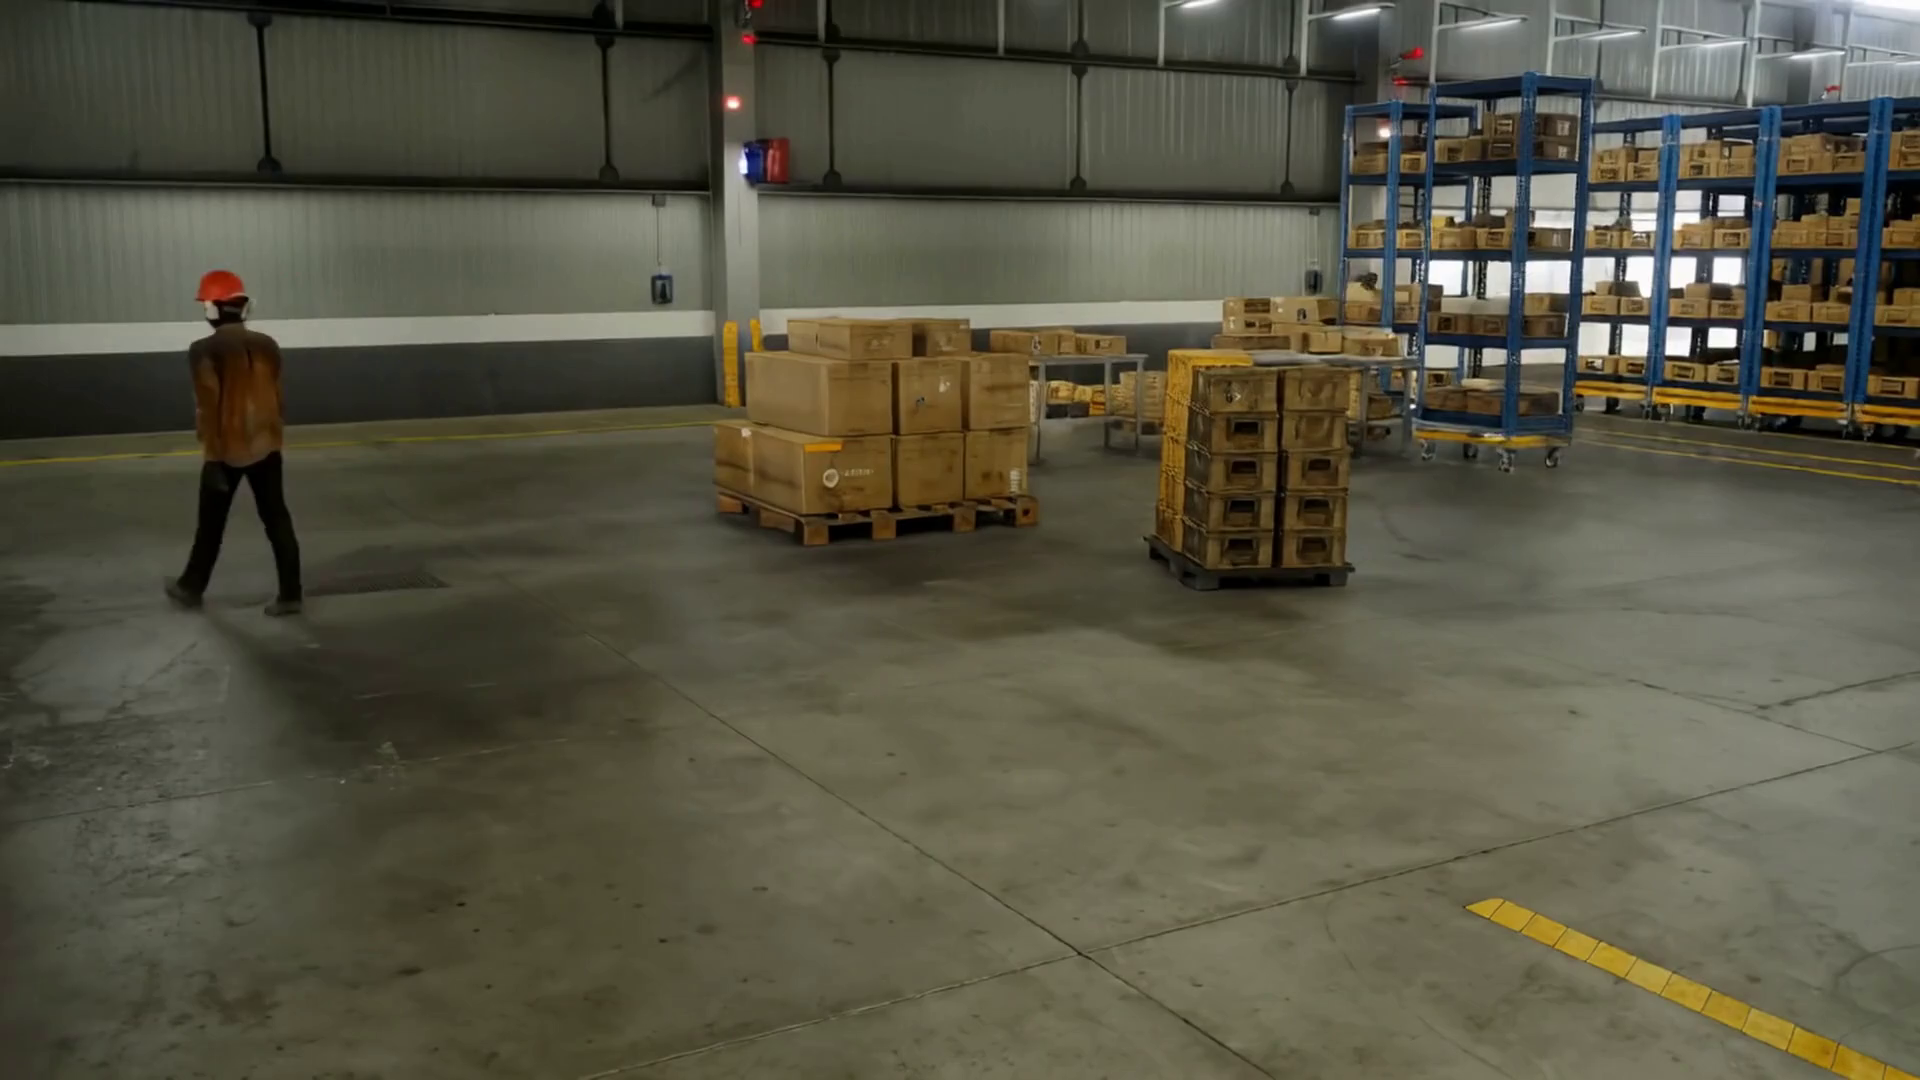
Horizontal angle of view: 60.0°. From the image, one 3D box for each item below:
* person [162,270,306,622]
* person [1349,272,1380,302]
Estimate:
[{"bbox_3d":[-4.071,-0.524,9.289,1.040,1.934,0.637,5,11,28],"label":"person"},{"bbox_3d":[5.446,-2.674,22.067,0.779,1.719,0.596,-6,12,-30],"label":"person"}]
